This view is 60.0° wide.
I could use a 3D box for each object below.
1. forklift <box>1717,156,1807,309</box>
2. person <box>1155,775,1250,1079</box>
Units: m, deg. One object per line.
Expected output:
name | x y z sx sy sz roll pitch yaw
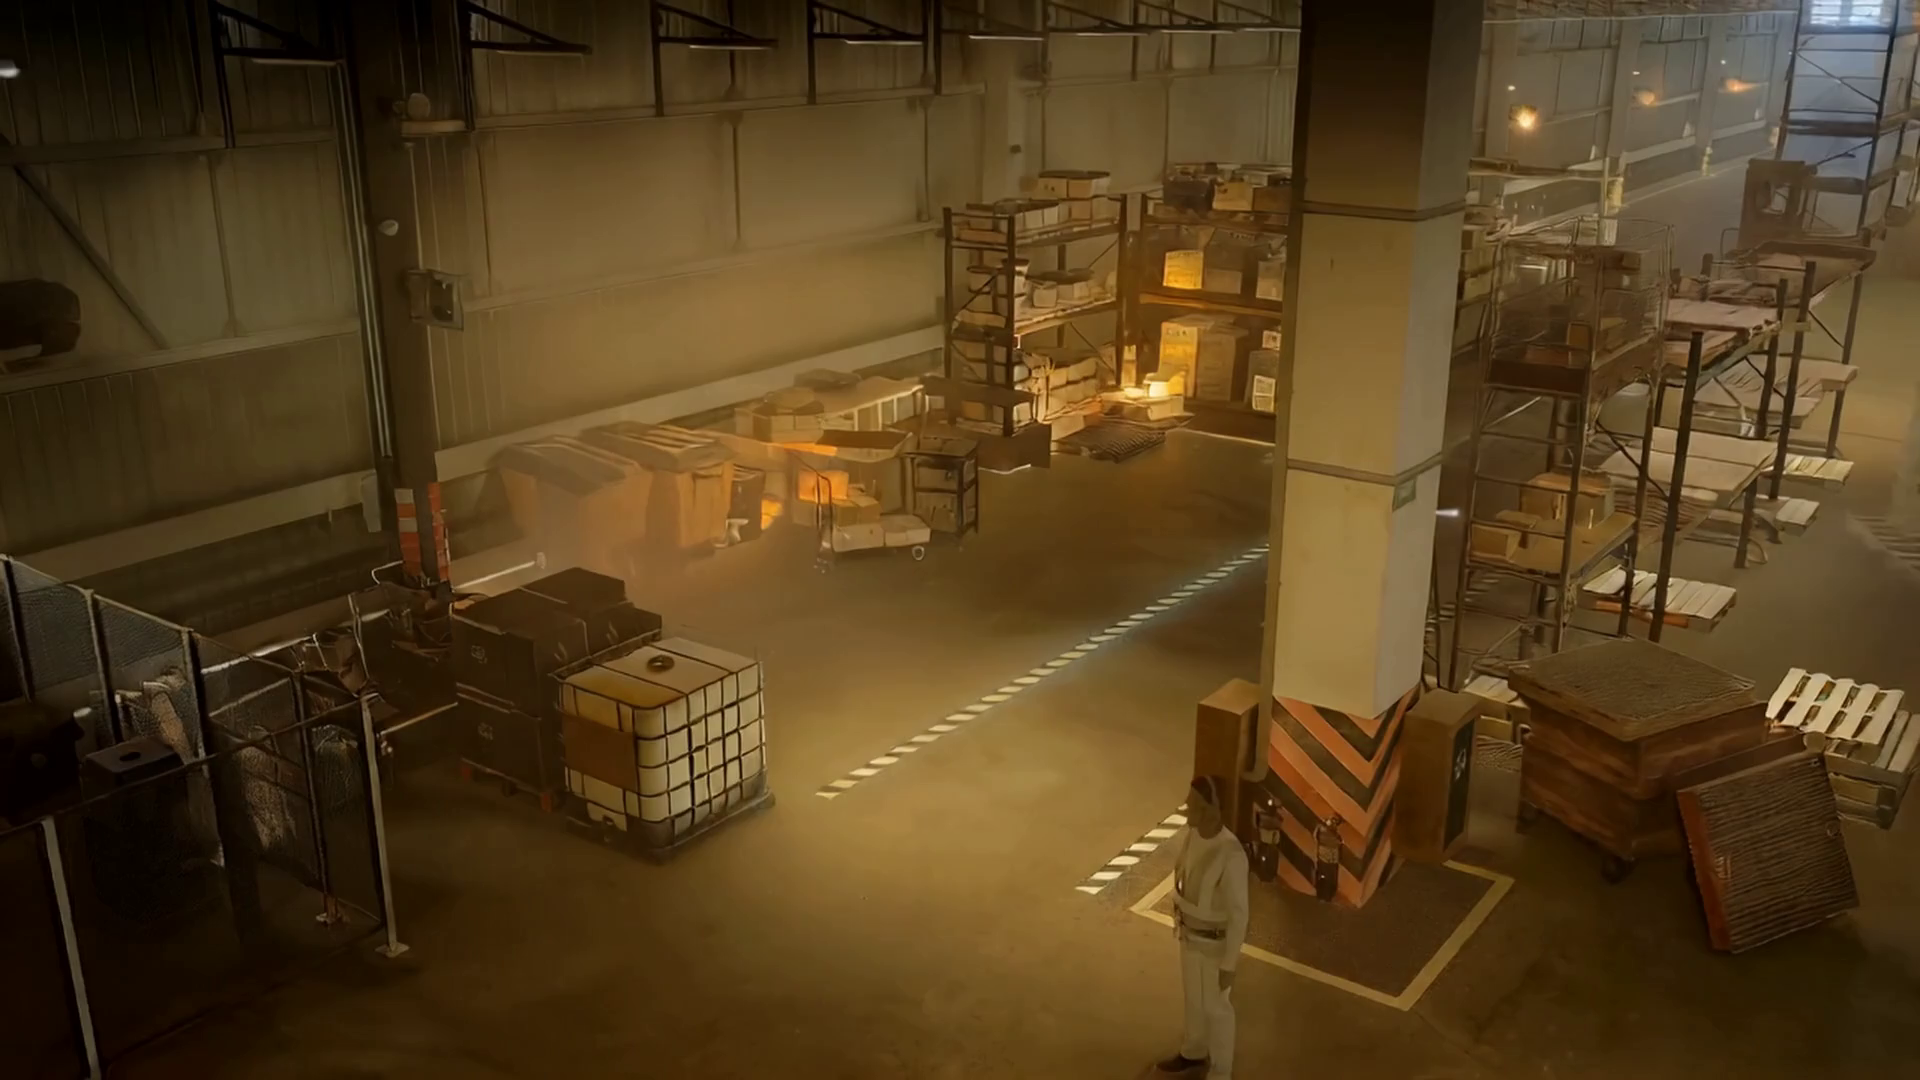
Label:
forklift | 15.170 -5.767 31.271 1.129 2.768 1.873 13 22 34
person | 1.296 2.097 8.777 0.337 1.882 0.585 -7 19 -20
